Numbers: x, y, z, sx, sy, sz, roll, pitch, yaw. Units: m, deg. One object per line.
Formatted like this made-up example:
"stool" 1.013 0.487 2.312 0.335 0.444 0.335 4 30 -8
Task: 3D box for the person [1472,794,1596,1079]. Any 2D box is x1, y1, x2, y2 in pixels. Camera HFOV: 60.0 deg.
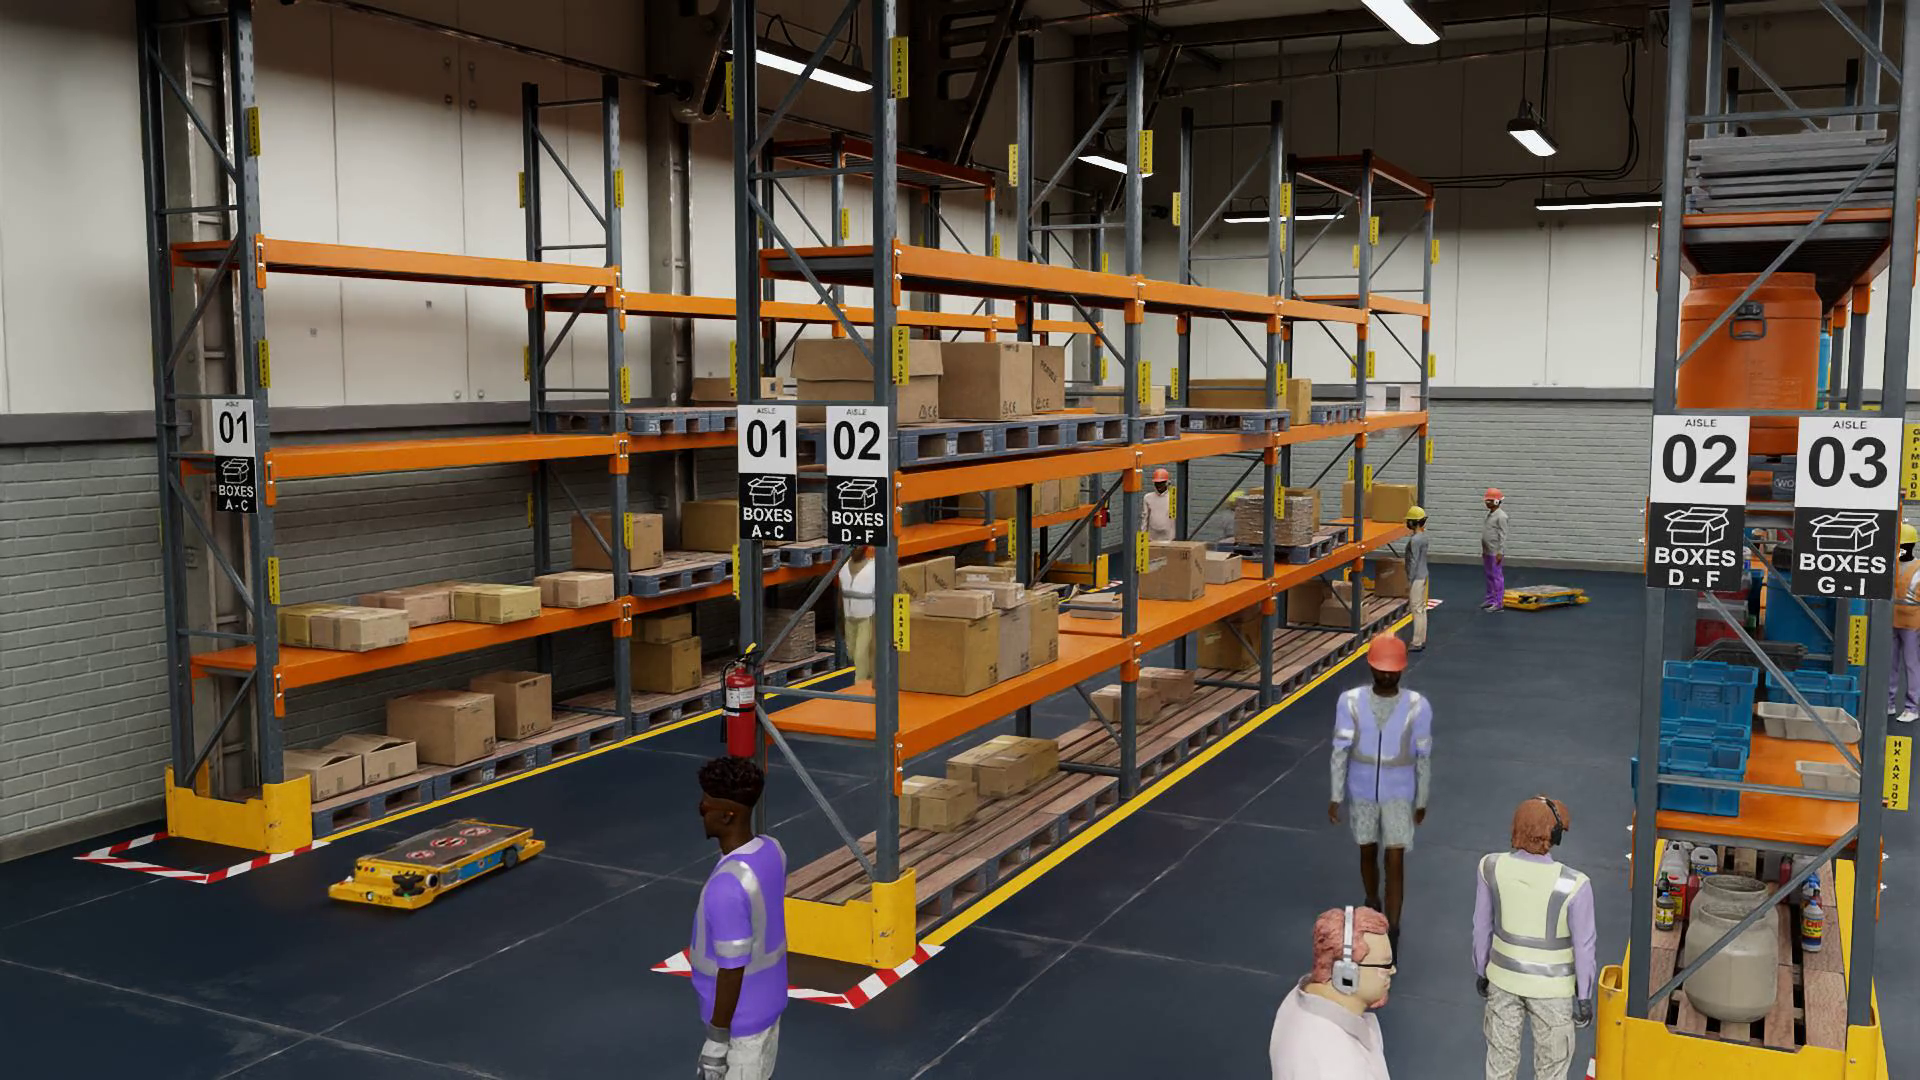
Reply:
"person" 2.415 1.892 7.023 0.523 1.638 0.310 5 8 42

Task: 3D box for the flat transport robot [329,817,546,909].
"flat transport robot" -3.474 2.143 11.160 0.652 0.197 1.431 2 6 21

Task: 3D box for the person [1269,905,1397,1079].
"person" 1.102 1.987 4.811 0.402 1.906 0.652 0 6 3

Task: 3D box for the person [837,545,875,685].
"person" -0.971 0.790 16.893 0.570 1.824 0.740 4 7 32

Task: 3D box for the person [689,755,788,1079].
"person" -0.854 1.794 6.397 0.368 1.966 0.603 1 6 9

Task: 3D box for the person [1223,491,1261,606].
"person" 3.948 0.164 23.506 0.504 1.706 0.871 5 8 42

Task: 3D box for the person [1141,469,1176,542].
"person" 2.915 -0.040 24.097 0.623 1.992 0.397 3 6 24

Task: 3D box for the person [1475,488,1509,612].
"person" 7.529 0.138 23.526 0.330 1.750 0.573 -1 6 -7

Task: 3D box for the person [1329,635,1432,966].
"person" 2.442 1.493 9.692 0.556 1.884 0.984 2 6 20

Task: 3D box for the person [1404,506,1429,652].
"person" 5.527 0.474 20.199 0.308 1.769 0.524 3 7 28

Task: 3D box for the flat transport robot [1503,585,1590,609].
"flat transport robot" 8.390 0.817 24.058 1.431 0.197 0.652 -4 7 -34
